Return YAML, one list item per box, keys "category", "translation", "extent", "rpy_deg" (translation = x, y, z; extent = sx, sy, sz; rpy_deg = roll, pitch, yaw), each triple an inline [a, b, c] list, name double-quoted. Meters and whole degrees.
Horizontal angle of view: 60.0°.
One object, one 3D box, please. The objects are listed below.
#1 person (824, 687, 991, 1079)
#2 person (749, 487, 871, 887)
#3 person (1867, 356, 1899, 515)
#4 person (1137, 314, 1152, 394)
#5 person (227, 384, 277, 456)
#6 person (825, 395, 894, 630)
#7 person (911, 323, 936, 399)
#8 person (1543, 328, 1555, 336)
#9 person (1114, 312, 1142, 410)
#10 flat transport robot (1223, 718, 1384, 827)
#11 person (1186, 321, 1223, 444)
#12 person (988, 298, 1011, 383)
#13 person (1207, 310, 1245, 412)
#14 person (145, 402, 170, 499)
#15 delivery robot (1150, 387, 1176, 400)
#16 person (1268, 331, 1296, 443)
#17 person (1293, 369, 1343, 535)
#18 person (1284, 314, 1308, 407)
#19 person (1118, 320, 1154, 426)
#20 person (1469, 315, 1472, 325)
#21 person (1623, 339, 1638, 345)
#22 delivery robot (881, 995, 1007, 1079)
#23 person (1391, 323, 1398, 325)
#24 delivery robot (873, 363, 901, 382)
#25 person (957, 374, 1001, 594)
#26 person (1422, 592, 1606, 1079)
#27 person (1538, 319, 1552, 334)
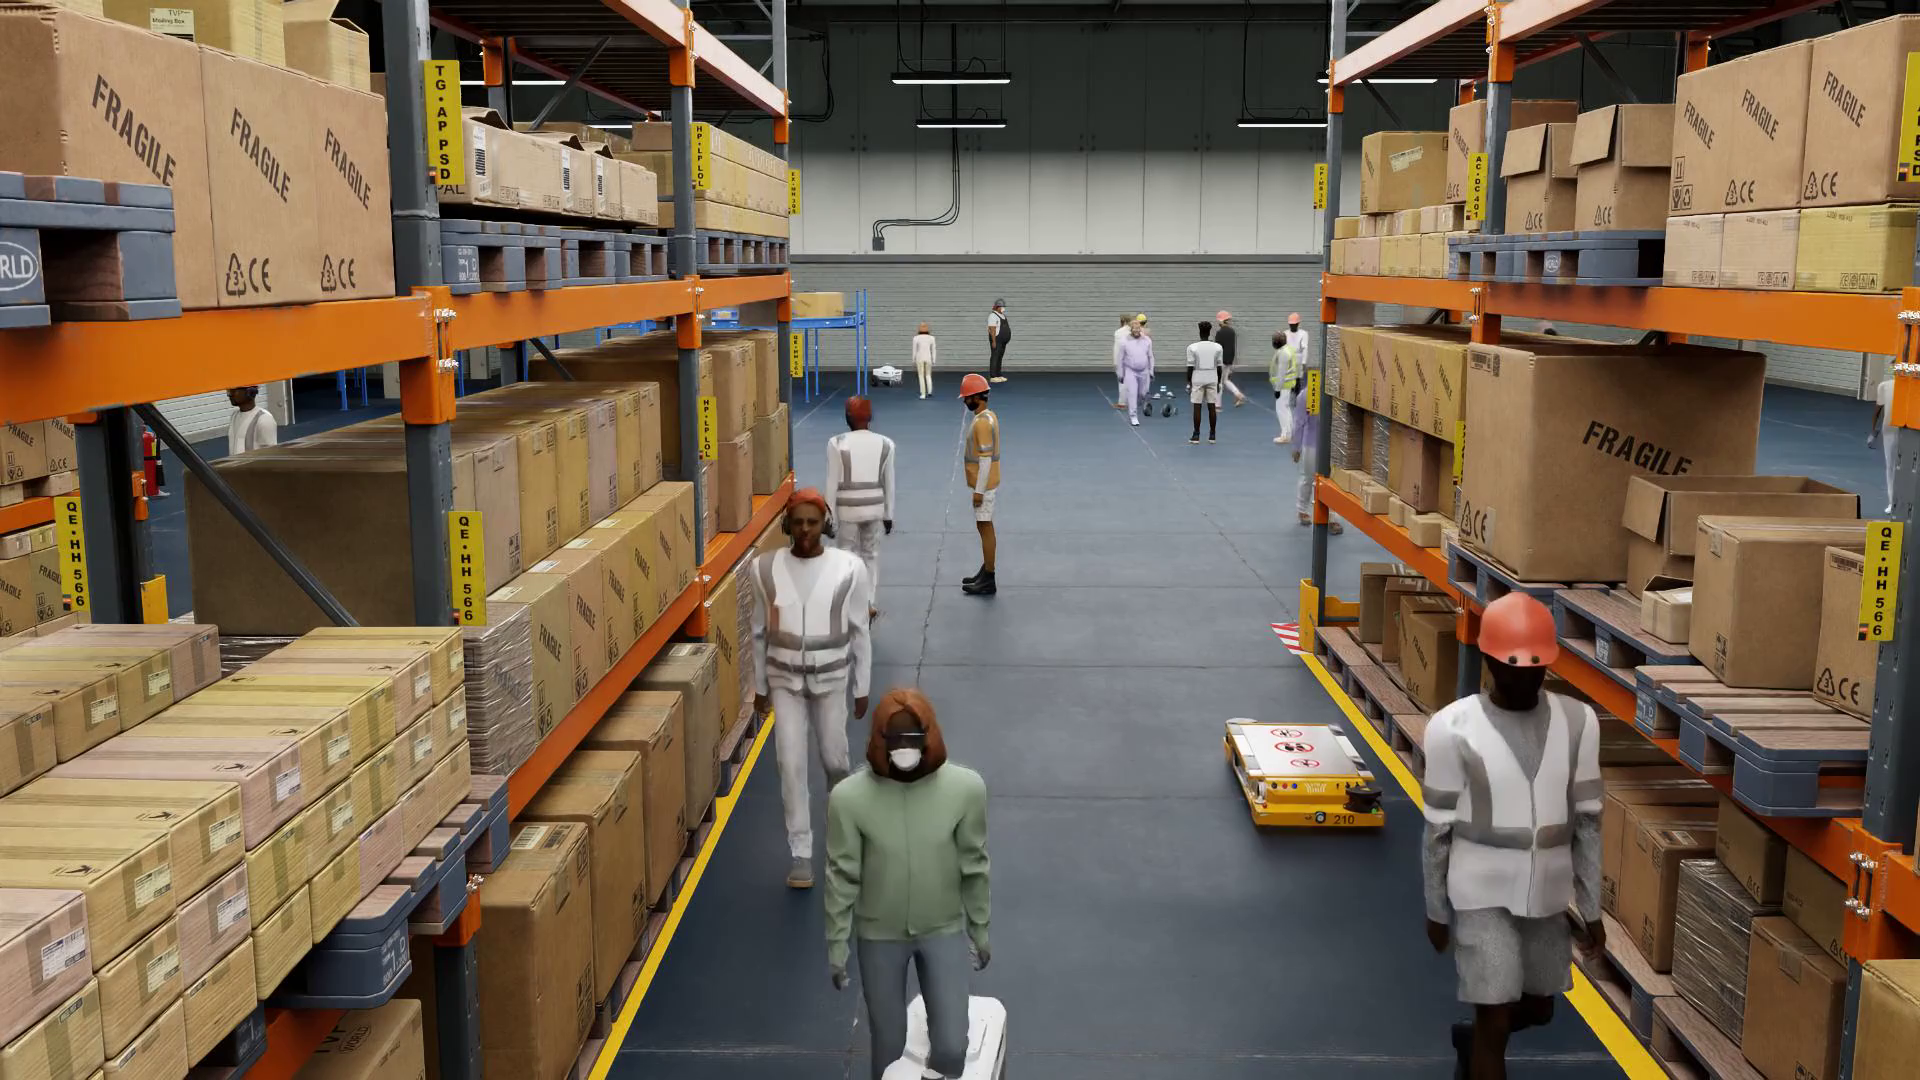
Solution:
- category: "person"
  translation: [-0.157, 1.250, 5.130]
  extent: [0.518, 1.618, 0.444]
  rpy_deg: [-1, 10, -5]
- category: "person"
  translation: [-0.705, 0.654, 7.953]
  extent: [0.576, 1.867, 0.726]
  rpy_deg: [0, 9, 2]
- category: "person"
  translation: [10.760, -1.205, 19.162]
  extent: [0.539, 1.832, 0.723]
  rpy_deg: [9, 13, 43]
- category: "person"
  translation: [4.001, -4.101, 36.723]
  extent: [0.525, 1.772, 0.308]
  rpy_deg: [-6, 11, -32]
- category: "person"
  translation: [-5.966, -0.441, 13.982]
  extent: [0.611, 2.043, 0.375]
  rpy_deg: [7, 12, 37]
- category: "person"
  translation: [-0.768, -0.196, 13.007]
  extent: [0.594, 1.877, 0.494]
  rpy_deg: [-4, 10, -22]
- category: "person"
  translation: [-0.785, -3.830, 35.556]
  extent: [0.501, 1.620, 0.358]
  rpy_deg: [-3, 10, -20]
- category: "person"
  translation: [10.927, -3.099, 30.943]
  extent: [0.554, 1.682, 0.365]
  rpy_deg: [1, 10, 7]
- category: "person"
  translation: [3.308, -3.534, 32.863]
  extent: [0.648, 1.926, 0.555]
  rpy_deg: [-7, 12, -36]
- category: "flat transport robot"
  translation: [1.870, 1.262, 9.205]
  extent: [0.652, 0.197, 1.431]
  rpy_deg: [0, 9, 2]
- category: "person"
  translation: [3.931, -2.543, 26.797]
  extent: [0.603, 1.966, 0.368]
  rpy_deg: [-1, 10, -8]
- category: "person"
  translation: [0.980, -4.856, 40.562]
  extent: [0.536, 2.000, 0.688]
  rpy_deg: [4, 10, 22]
- category: "person"
  translation: [5.179, -3.491, 32.448]
  extent: [0.658, 1.973, 0.629]
  rpy_deg: [8, 13, 41]
- category: "person"
  translation: [-10.104, -1.427, 20.473]
  extent: [0.565, 1.846, 0.390]
  rpy_deg: [4, 10, 20]
- category: "delivery robot"
  translation: [3.870, -2.807, 31.673]
  extent: [0.335, 0.223, 0.698]
  rpy_deg: [6, 12, 34]
- category: "person"
  translation: [5.225, -2.480, 26.923]
  extent: [0.470, 1.803, 0.703]
  rpy_deg: [3, 10, 15]
- category: "person"
  translation: [3.925, -1.044, 18.154]
  extent: [0.649, 1.874, 0.979]
  rpy_deg: [-1, 10, -6]
- category: "person"
  translation: [6.677, -3.578, 33.285]
  extent: [0.546, 1.878, 1.003]
  rpy_deg: [3, 10, 16]
- category: "person"
  translation: [3.156, -3.039, 30.038]
  extent: [0.642, 1.882, 0.819]
  rpy_deg: [-2, 10, -14]
- category: "person"
  translation: [12.445, -4.631, 40.323]
  extent: [0.317, 1.638, 0.521]
  rpy_deg: [-1, 10, -7]
- category: "person"
  translation: [9.223, -1.842, 22.965]
  extent: [0.341, 1.846, 0.510]
  rpy_deg: [8, 13, 41]
- category: "delivery robot"
  translation: [-0.048, 1.712, 5.377]
  extent: [0.477, 0.478, 0.707]
  rpy_deg: [1, 10, 8]
- category: "person"
  translation: [8.866, -3.598, 33.943]
  extent: [0.545, 1.682, 0.564]
  rpy_deg: [6, 11, 31]
- category: "delivery robot"
  translation: [-1.705, -3.908, 39.044]
  extent: [0.707, 0.478, 0.477]
  rpy_deg: [9, 13, 42]
- category: "person"
  translation: [0.166, -0.501, 14.688]
  extent: [0.381, 1.927, 0.542]
  rpy_deg: [1, 10, 4]
- category: "person"
  translation: [1.706, 1.081, 5.247]
  extent: [0.545, 1.916, 0.840]
  rpy_deg: [-1, 10, -6]
- category: "person"
  translation: [14.450, -4.807, 40.969]
  extent: [0.450, 1.751, 0.546]
  rpy_deg: [-3, 10, -18]
